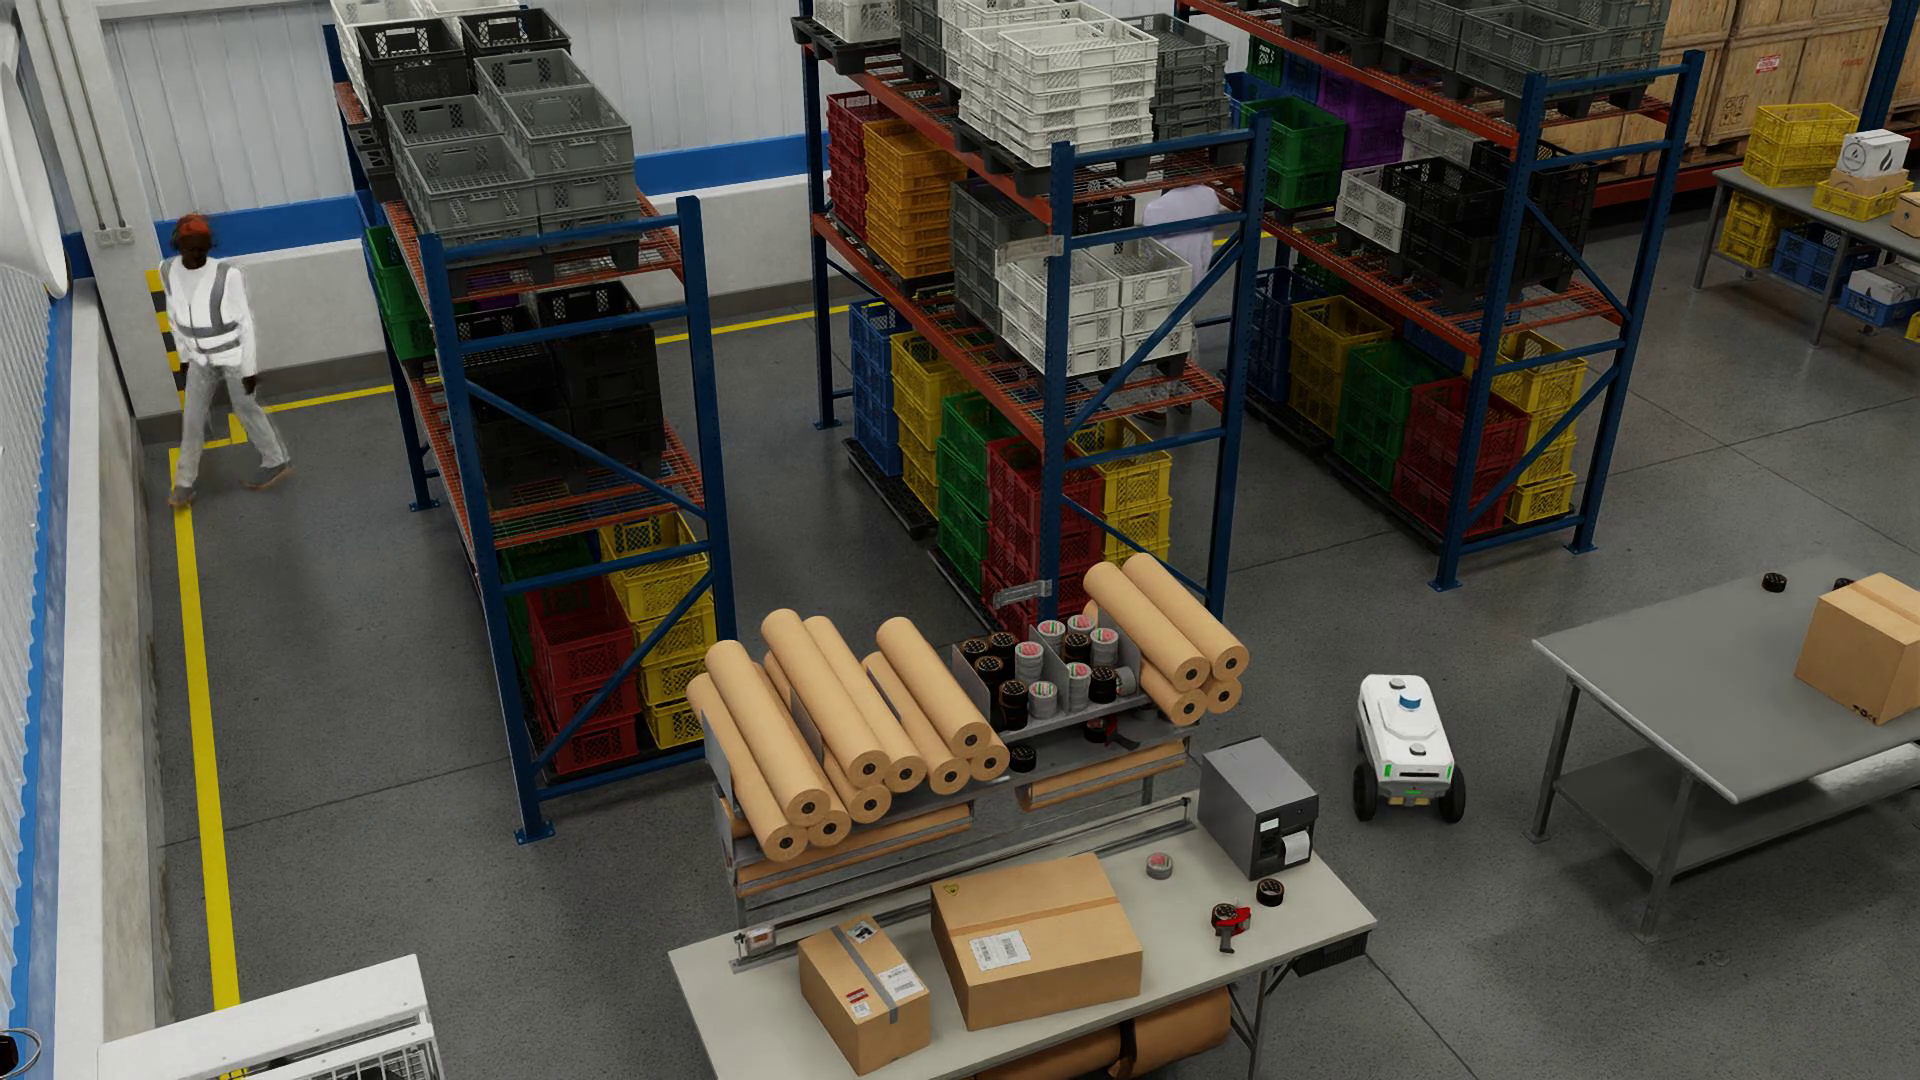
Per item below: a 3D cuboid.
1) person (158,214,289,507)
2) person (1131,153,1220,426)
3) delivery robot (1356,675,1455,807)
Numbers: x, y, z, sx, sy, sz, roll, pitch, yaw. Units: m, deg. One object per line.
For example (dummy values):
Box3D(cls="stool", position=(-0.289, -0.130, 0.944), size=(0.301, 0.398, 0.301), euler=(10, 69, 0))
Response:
Box3D(cls="person", position=(-4.631, -1.051, 10.171), size=(0.612, 1.836, 0.782), euler=(8, 33, 13))
Box3D(cls="person", position=(1.420, -1.705, 11.134), size=(0.637, 1.938, 0.357), euler=(-22, 38, -32))
Box3D(cls="delivery robot", position=(2.154, 0.937, 8.067), size=(0.477, 0.478, 0.707), euler=(1, 32, 2))
